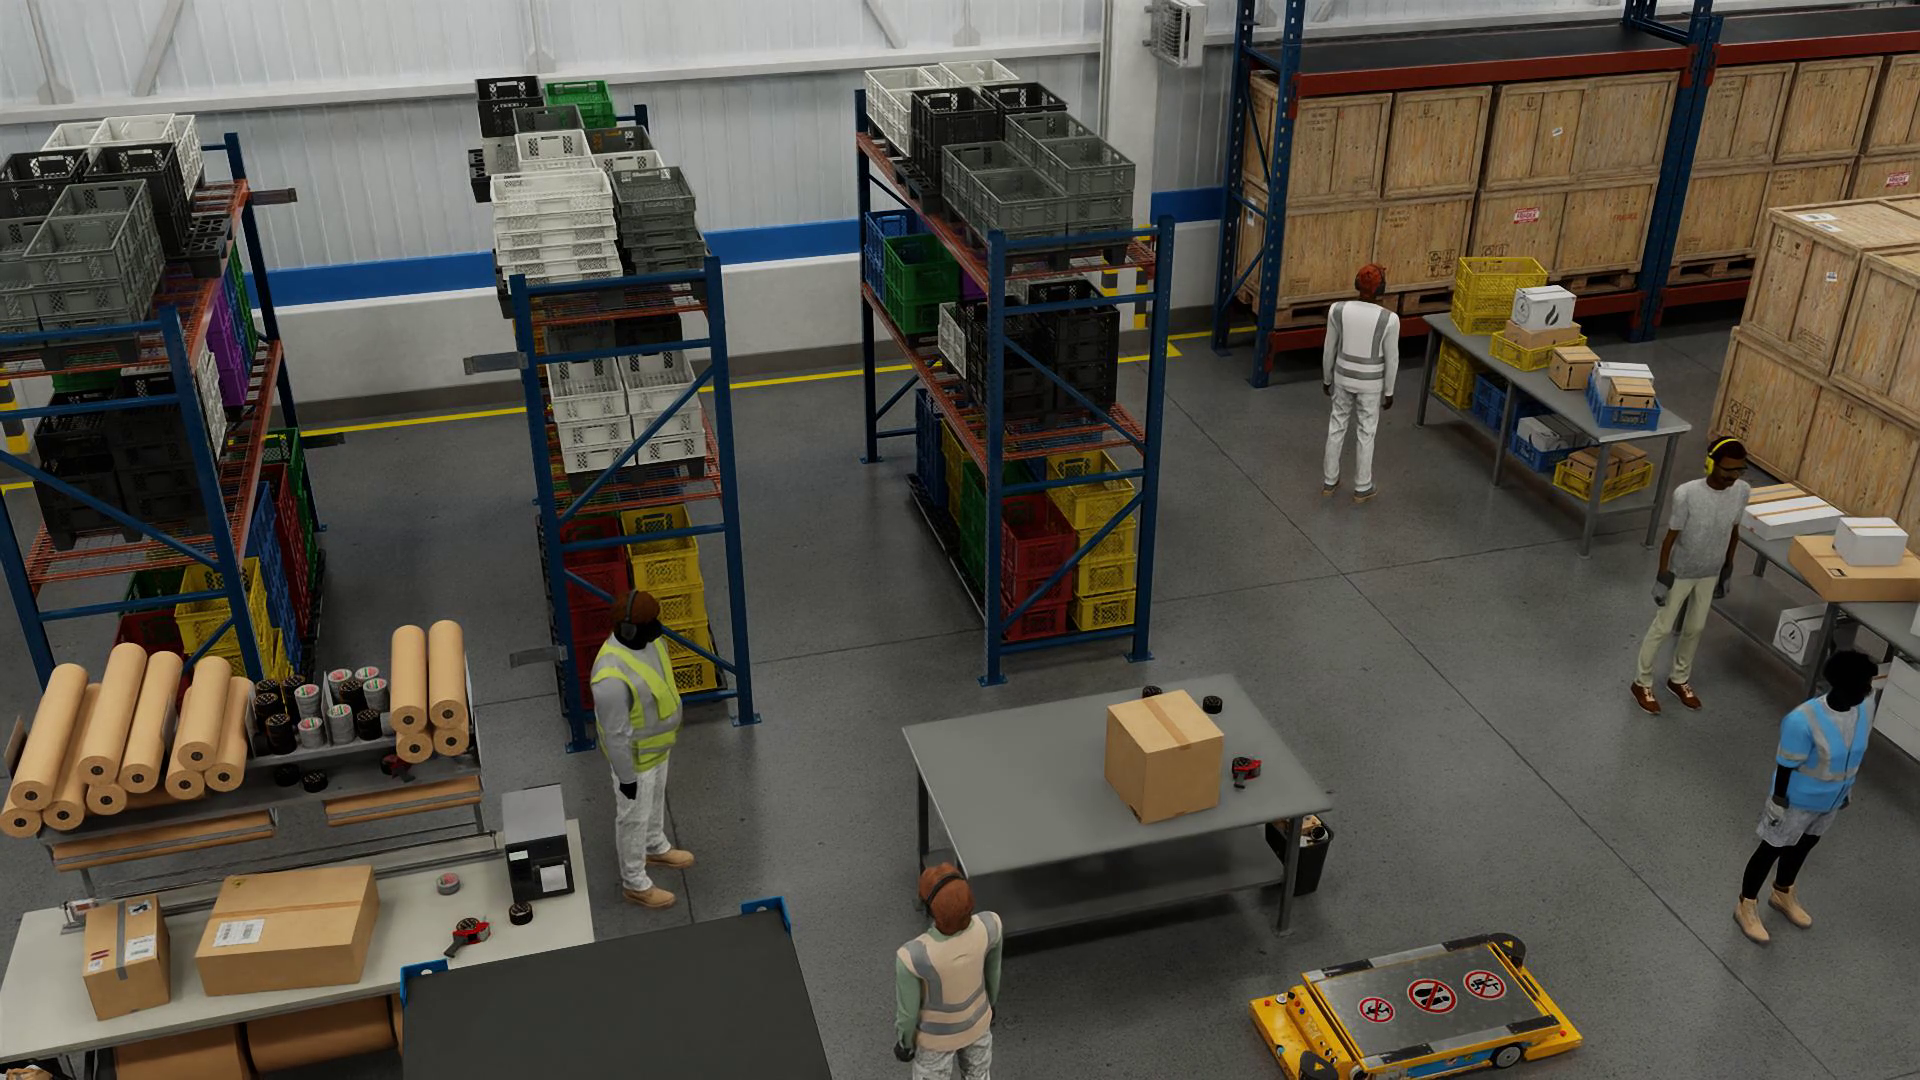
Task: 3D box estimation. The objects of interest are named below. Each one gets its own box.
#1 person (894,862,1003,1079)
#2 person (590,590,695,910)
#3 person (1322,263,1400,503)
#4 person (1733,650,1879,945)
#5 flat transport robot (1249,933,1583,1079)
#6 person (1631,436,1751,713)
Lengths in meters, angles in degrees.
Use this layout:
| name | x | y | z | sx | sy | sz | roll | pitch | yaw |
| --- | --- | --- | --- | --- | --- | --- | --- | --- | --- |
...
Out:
| name | x | y | z | sx | sy | sz | roll | pitch | yaw |
| --- | --- | --- | --- | --- | --- | --- | --- | --- | --- |
| person | -0.045 | 2.044 | 6.997 | 0.514 | 1.645 | 0.308 | -18 | 34 | -29 |
| person | -1.636 | 1.061 | 8.597 | 0.430 | 1.837 | 0.629 | 4 | 29 | 8 |
| person | 3.028 | -1.190 | 12.637 | 0.574 | 1.883 | 0.355 | 17 | 33 | 28 |
| person | 4.268 | 1.273 | 8.345 | 0.541 | 1.696 | 0.316 | -11 | 31 | -19 |
| flat transport robot | 2.184 | 2.282 | 7.980 | 1.431 | 0.197 | 0.652 | -8 | 30 | -14 |
| person | 4.465 | 0.210 | 10.116 | 0.514 | 1.861 | 0.316 | -5 | 29 | -9 |
